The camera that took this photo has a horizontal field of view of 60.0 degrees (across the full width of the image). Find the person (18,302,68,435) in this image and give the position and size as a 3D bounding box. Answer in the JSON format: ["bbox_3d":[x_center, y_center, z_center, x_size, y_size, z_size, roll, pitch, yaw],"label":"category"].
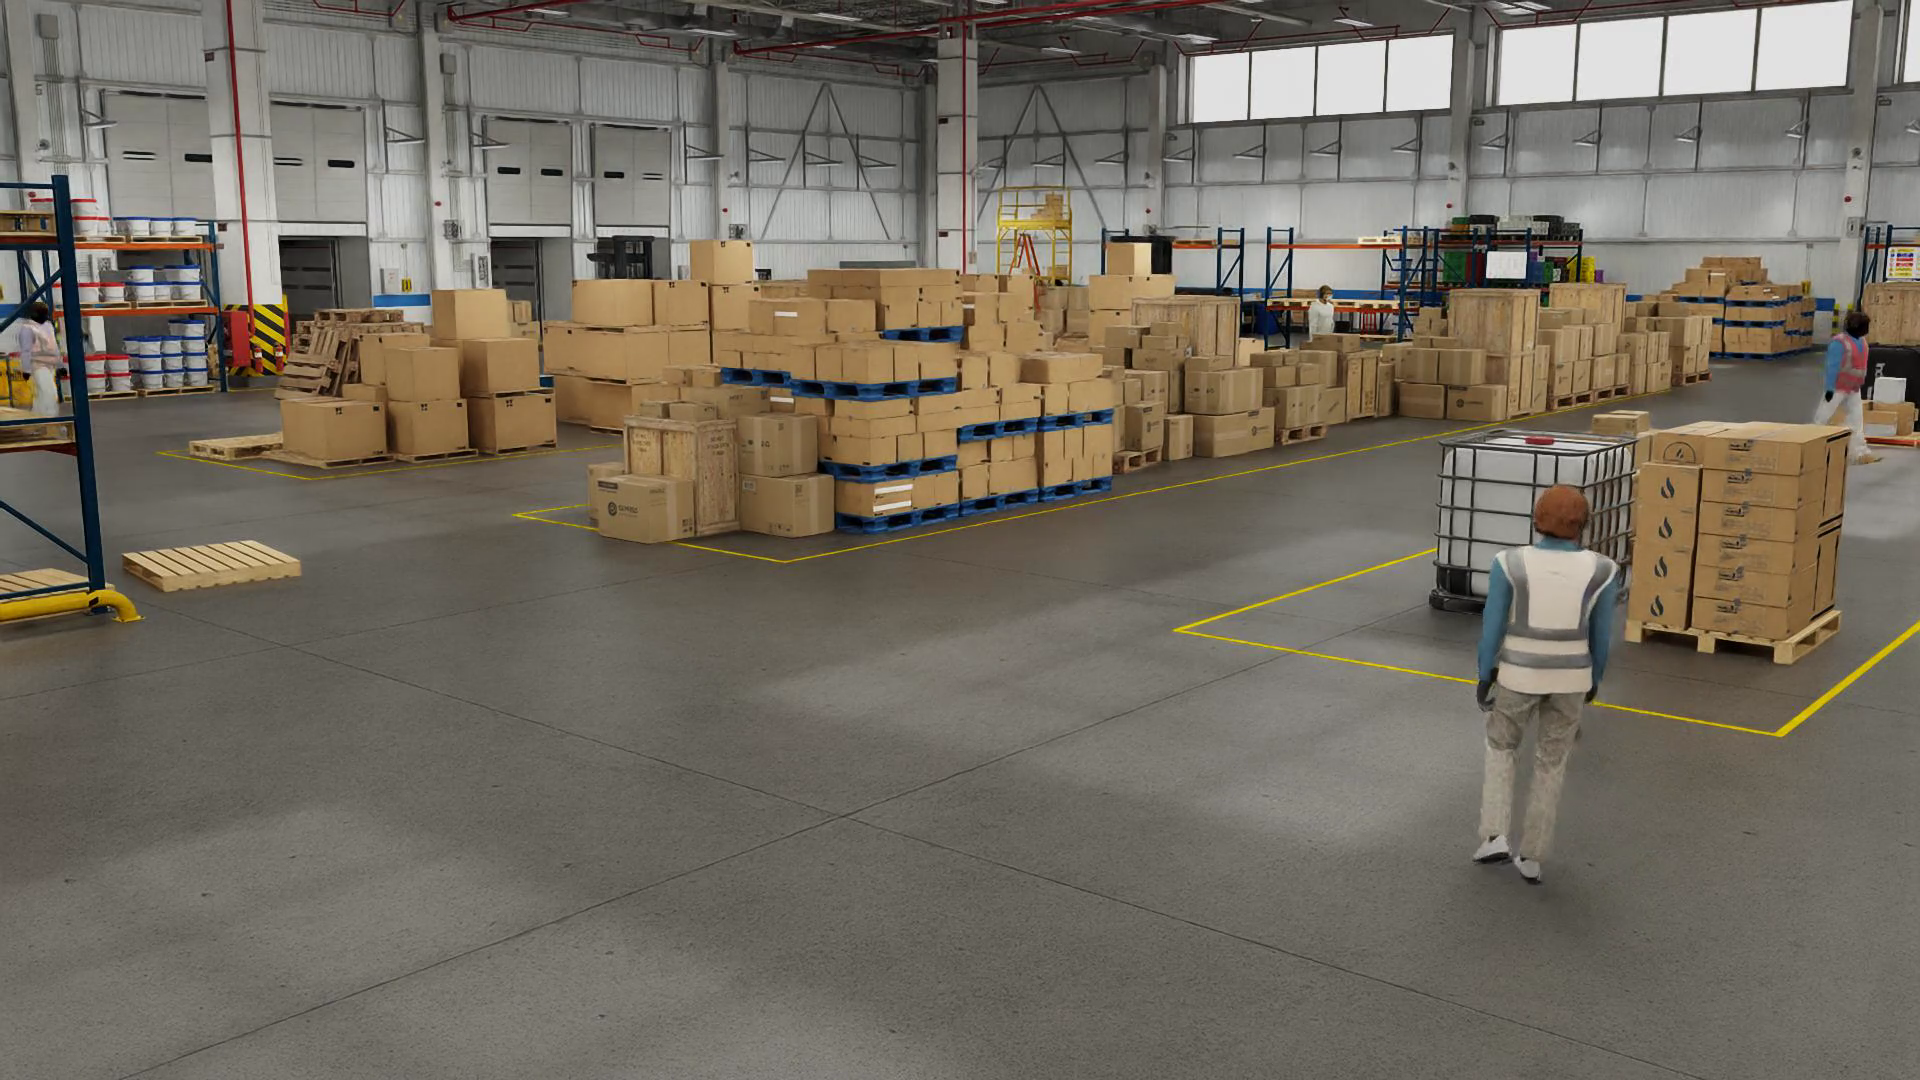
[{"bbox_3d":[-12.482,-2.353,22.830,0.791,1.814,0.631,0,10,-3],"label":"person"}]

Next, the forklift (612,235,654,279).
[{"bbox_3d":[-7.300,-5.450,37.421,1.873,2.768,1.129,8,13,40],"label":"forklift"}]

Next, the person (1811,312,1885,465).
[{"bbox_3d":[10.460,-1.776,19.614,0.754,1.780,0.961,-5,11,-28],"label":"person"}]

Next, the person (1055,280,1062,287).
[{"bbox_3d":[2.751,-6.465,46.573,0.318,1.697,0.535,-1,10,-4],"label":"person"}]

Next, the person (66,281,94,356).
[{"bbox_3d":[-17.575,-4.202,33.141,0.586,1.891,0.811,3,10,16],"label":"person"}]

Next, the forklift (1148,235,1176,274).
[{"bbox_3d":[4.571,-5.527,37.859,1.873,2.768,1.129,5,11,24],"label":"forklift"}]

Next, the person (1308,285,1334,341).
[{"bbox_3d":[6.141,-3.367,28.292,0.379,1.930,0.624,9,14,43],"label":"person"}]

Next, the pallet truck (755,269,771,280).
[{"bbox_3d":[-4.996,-6.432,45.525,1.885,1.965,0.823,-6,12,-32],"label":"pallet truck"}]

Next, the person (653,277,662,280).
[{"bbox_3d":[-6.518,-4.725,36.015,0.634,1.930,0.384,-5,11,-26],"label":"person"}]

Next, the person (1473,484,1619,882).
[{"bbox_3d":[2.344,0.577,6.700,0.528,1.623,0.362,2,10,10],"label":"person"}]
